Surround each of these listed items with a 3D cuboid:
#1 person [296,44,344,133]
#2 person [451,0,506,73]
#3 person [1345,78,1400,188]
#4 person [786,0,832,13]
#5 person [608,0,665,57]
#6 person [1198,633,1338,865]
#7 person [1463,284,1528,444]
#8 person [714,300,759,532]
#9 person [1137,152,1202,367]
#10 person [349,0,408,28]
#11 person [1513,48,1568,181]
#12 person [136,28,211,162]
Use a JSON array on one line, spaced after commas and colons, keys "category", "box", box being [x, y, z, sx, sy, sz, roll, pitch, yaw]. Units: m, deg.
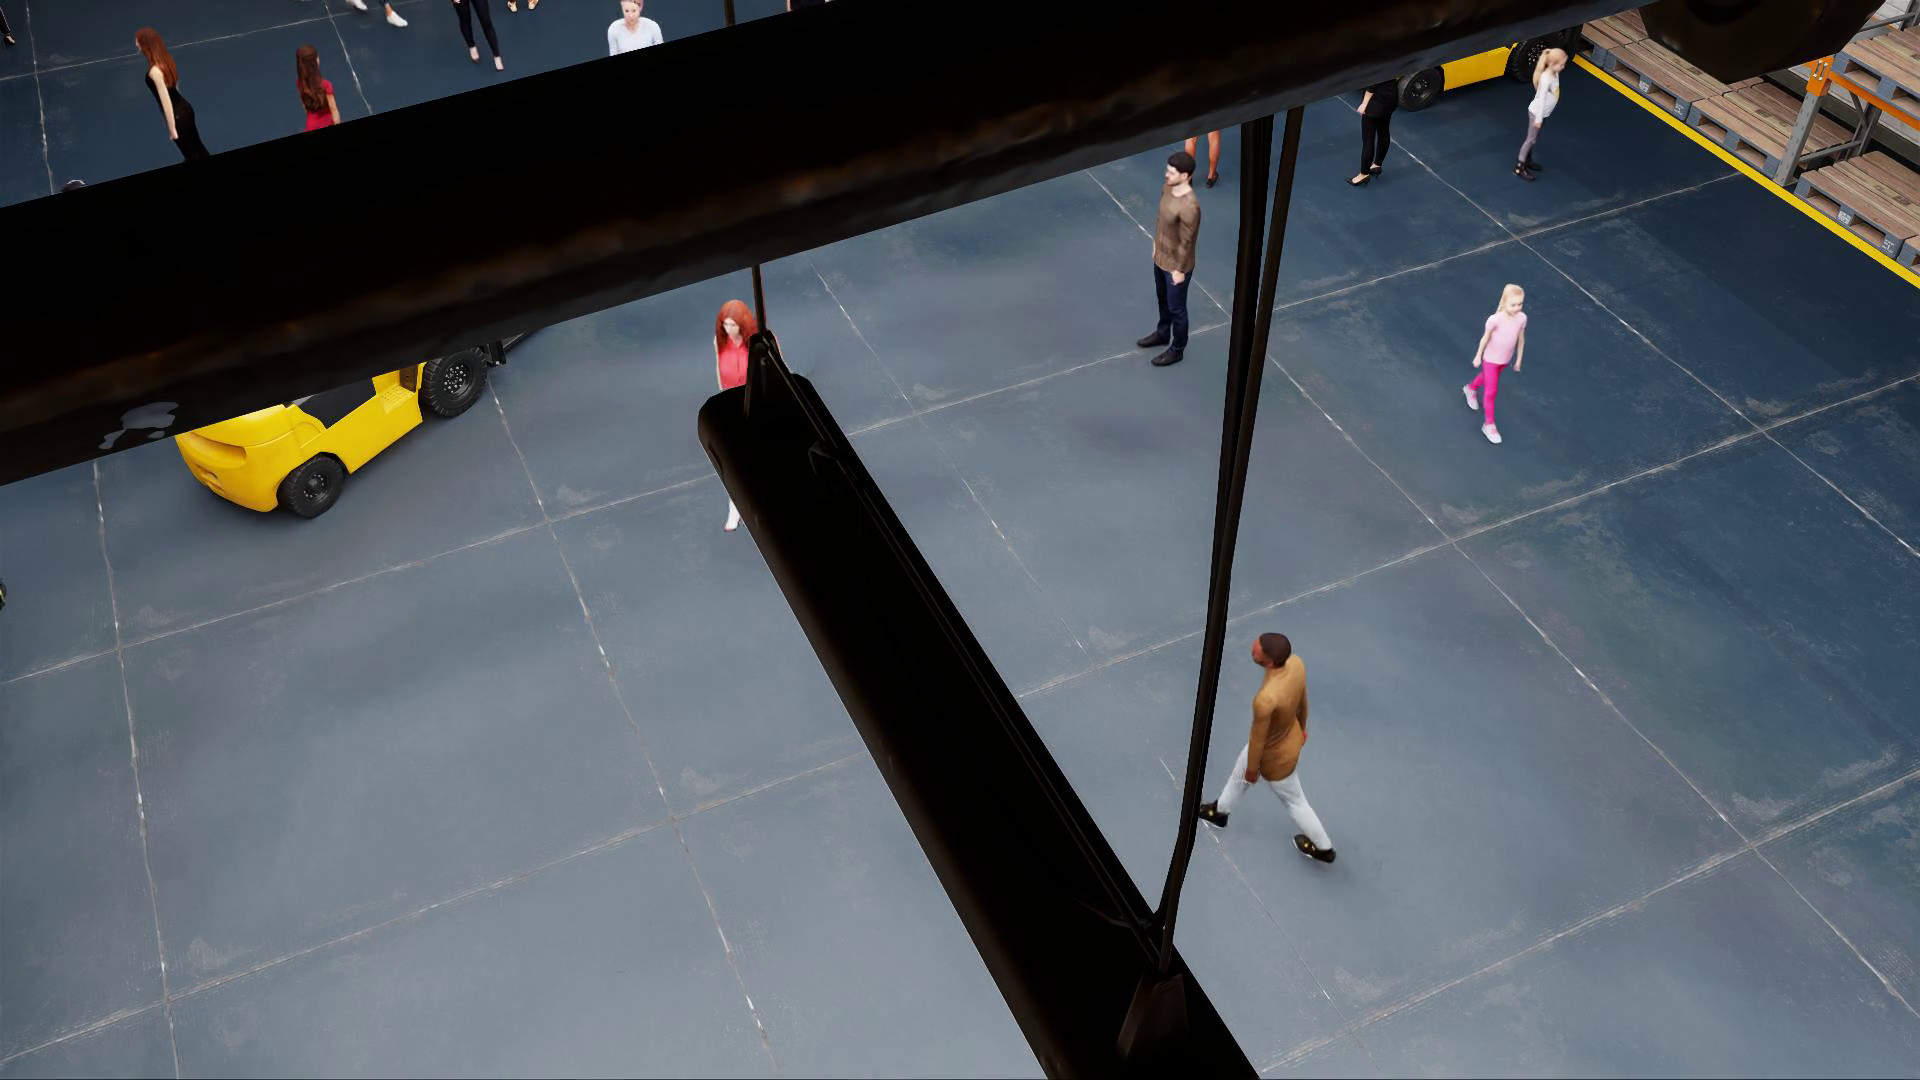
[{"category": "person", "box": [-5.733, -3.652, 14.947, 0.959, 1.509, 1.127, 7, 44, 7]}, {"category": "person", "box": [-5.053, -5.597, 16.860, 0.657, 1.687, 0.910, -24, 49, -24]}, {"category": "person", "box": [3.848, -4.018, 15.221, 0.666, 1.662, 0.657, -33, 53, -30]}, {"category": "person", "box": [-1.496, -5.265, 16.521, 0.785, 1.673, 0.864, 1, 44, 1]}, {"category": "person", "box": [-2.919, -4.173, 15.221, 0.758, 1.885, 0.738, -6, 44, -6]}, {"category": "person", "box": [1.916, 1.254, 9.615, 1.257, 1.761, 1.125, 22, 48, 21]}, {"category": "person", "box": [4.117, -1.448, 12.824, 0.592, 1.246, 0.923, -10, 45, -10]}, {"category": "person", "box": [-1.484, -1.014, 11.979, 1.029, 1.784, 1.192, 6, 44, 7]}, {"category": "person", "box": [1.705, -2.249, 13.200, 0.723, 1.887, 0.530, -14, 45, -14]}, {"category": "person", "box": [-6.421, -6.381, 17.624, 1.210, 1.769, 1.057, 20, 47, 20]}, {"category": "person", "box": [5.379, -3.984, 15.464, 0.636, 1.277, 0.586, 20, 47, 19]}, {"category": "person", "box": [-7.011, -3.796, 14.941, 0.680, 1.726, 0.545, -5, 44, -5]}]
